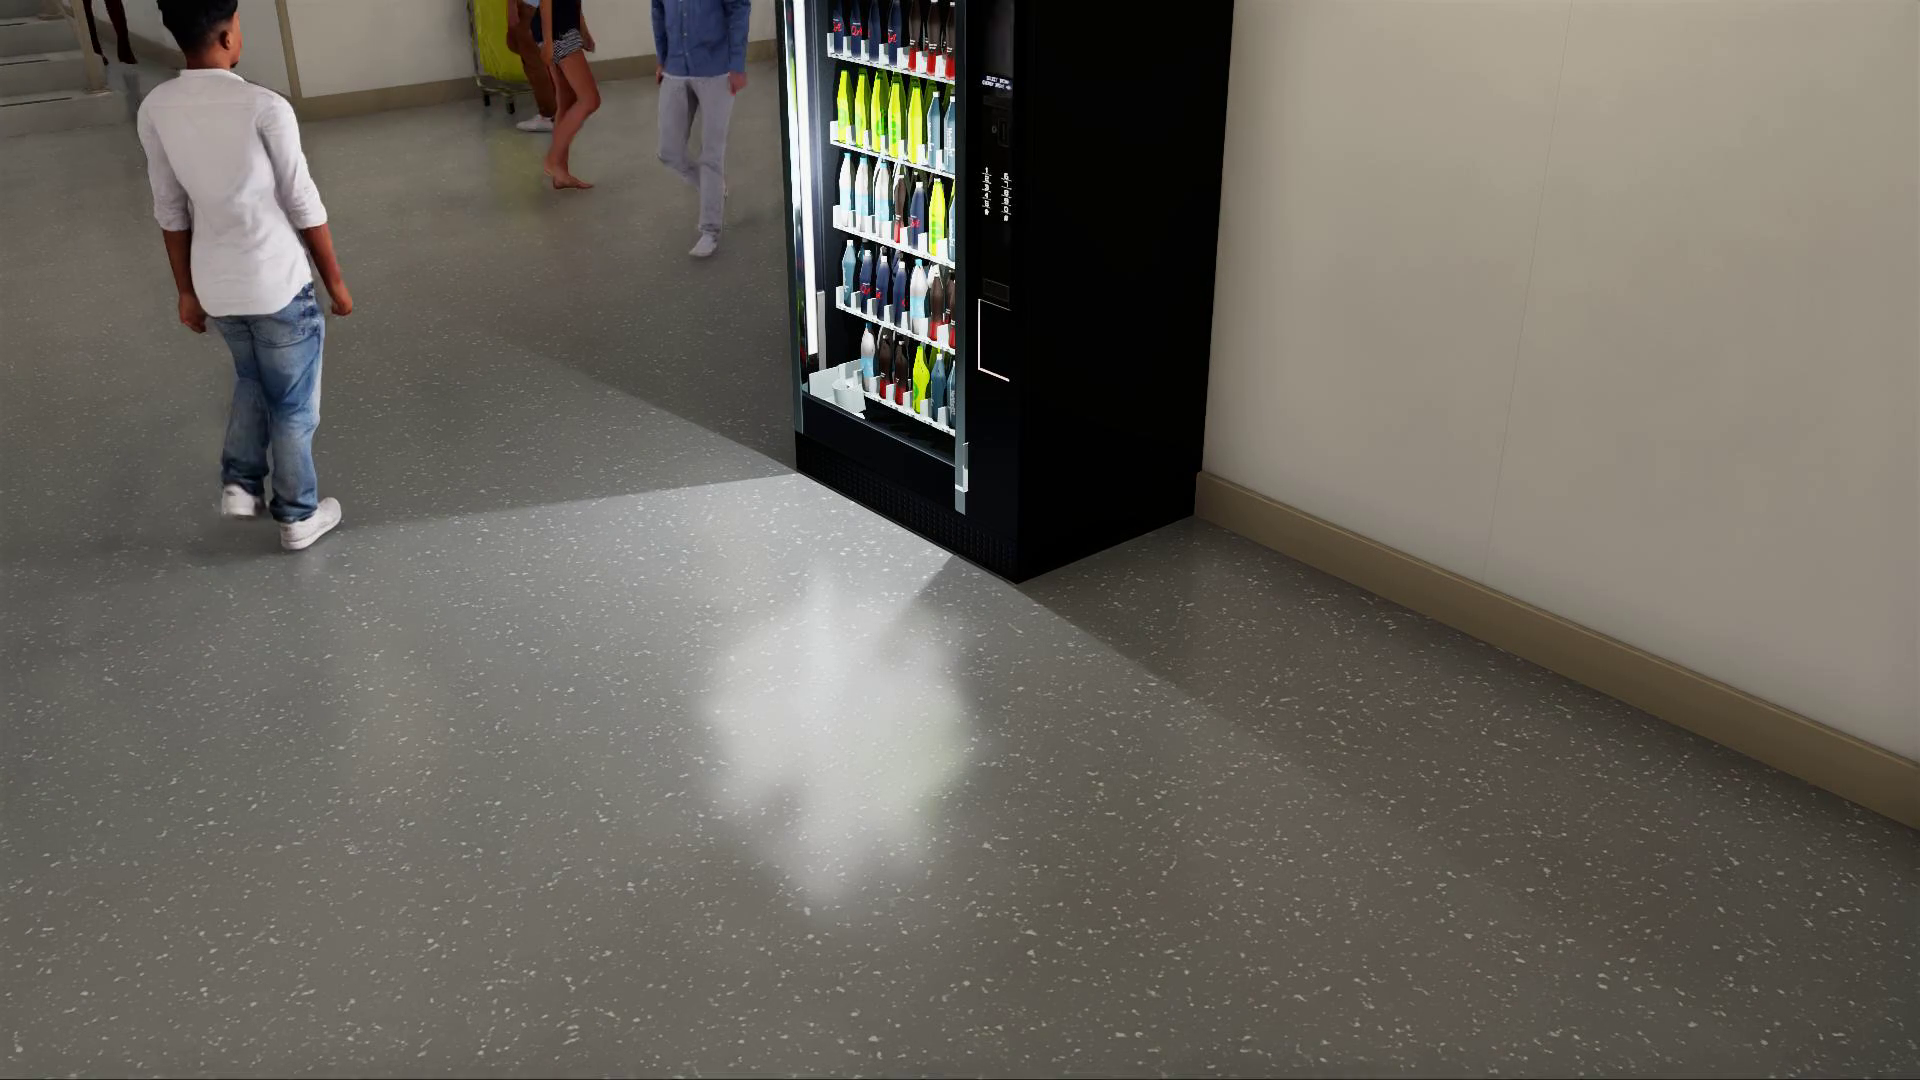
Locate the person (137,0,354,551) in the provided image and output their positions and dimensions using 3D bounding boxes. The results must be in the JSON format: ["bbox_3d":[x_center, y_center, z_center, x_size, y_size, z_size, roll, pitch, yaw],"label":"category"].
[{"bbox_3d":[-2.222,-0.791,5.127,0.780,1.801,0.851,5,26,11],"label":"person"}]

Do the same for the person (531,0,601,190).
[{"bbox_3d":[-2.371,-2.846,9.447,0.777,1.751,0.693,-4,26,-8],"label":"person"}]

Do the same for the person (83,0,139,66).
[{"bbox_3d":[-7.007,-4.622,13.197,0.618,1.691,0.778,-23,34,-39],"label":"person"}]

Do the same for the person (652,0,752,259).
[{"bbox_3d":[-1.287,-2.397,8.369,0.897,1.878,0.939,8,27,16],"label":"person"}]
